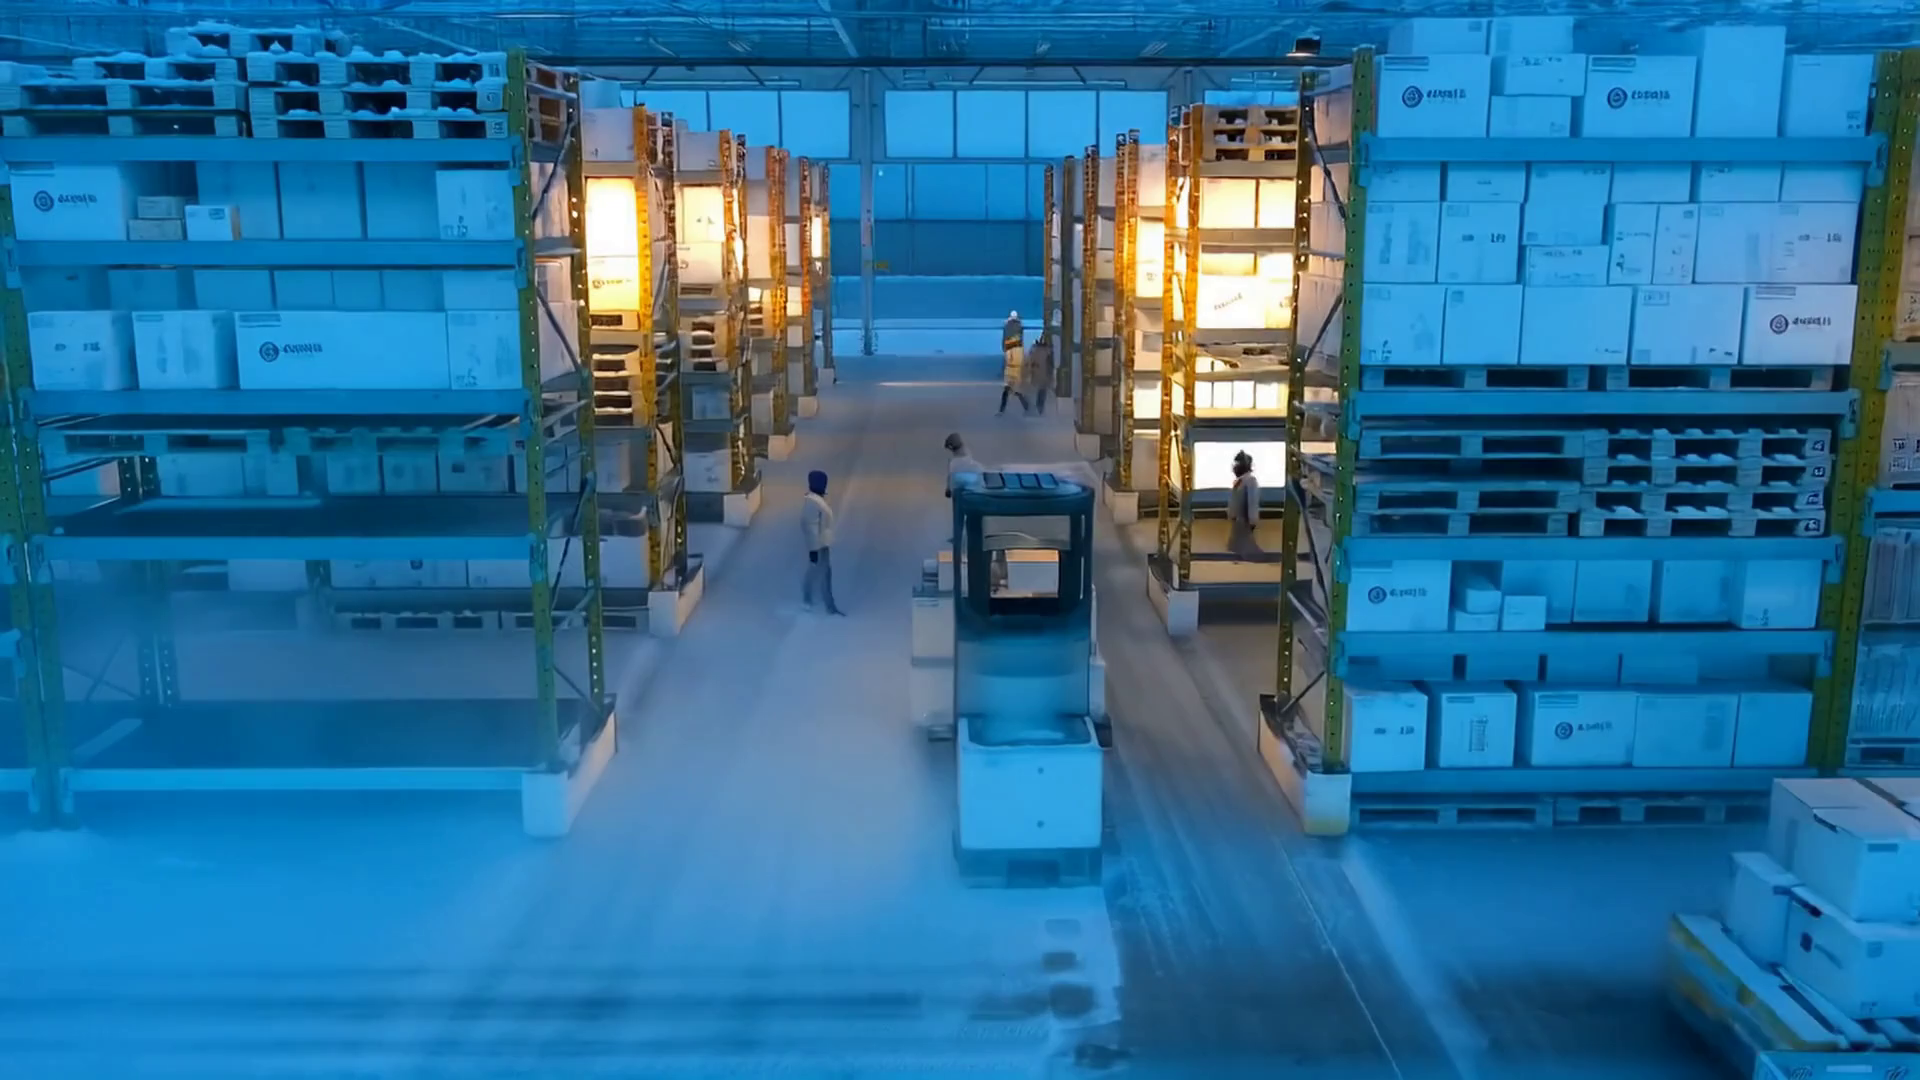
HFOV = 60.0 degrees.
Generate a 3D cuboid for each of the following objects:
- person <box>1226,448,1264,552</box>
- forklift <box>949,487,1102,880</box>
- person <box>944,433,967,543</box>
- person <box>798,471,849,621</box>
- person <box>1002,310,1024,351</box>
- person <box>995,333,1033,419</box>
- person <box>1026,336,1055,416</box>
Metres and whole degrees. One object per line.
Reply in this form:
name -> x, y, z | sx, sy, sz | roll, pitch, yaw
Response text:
person -> 3.814, -0.345, 22.114 | 0.862, 1.800, 0.588 | -1, 11, -2
forklift -> 0.495, 0.986, 12.813 | 1.129, 2.768, 1.873 | 0, 11, -2
person -> -0.066, -0.764, 24.588 | 0.279, 1.634, 0.499 | 5, 13, 24
person -> -1.700, 0.051, 20.158 | 0.631, 1.811, 0.675 | 1, 11, 4
person -> 1.559, -5.861, 49.184 | 0.652, 1.893, 0.484 | 0, 11, 1
person -> 1.294, -3.817, 38.831 | 0.951, 2.003, 0.610 | 10, 15, 40
person -> 1.921, -3.892, 39.443 | 0.673, 1.887, 0.657 | -1, 11, -3
